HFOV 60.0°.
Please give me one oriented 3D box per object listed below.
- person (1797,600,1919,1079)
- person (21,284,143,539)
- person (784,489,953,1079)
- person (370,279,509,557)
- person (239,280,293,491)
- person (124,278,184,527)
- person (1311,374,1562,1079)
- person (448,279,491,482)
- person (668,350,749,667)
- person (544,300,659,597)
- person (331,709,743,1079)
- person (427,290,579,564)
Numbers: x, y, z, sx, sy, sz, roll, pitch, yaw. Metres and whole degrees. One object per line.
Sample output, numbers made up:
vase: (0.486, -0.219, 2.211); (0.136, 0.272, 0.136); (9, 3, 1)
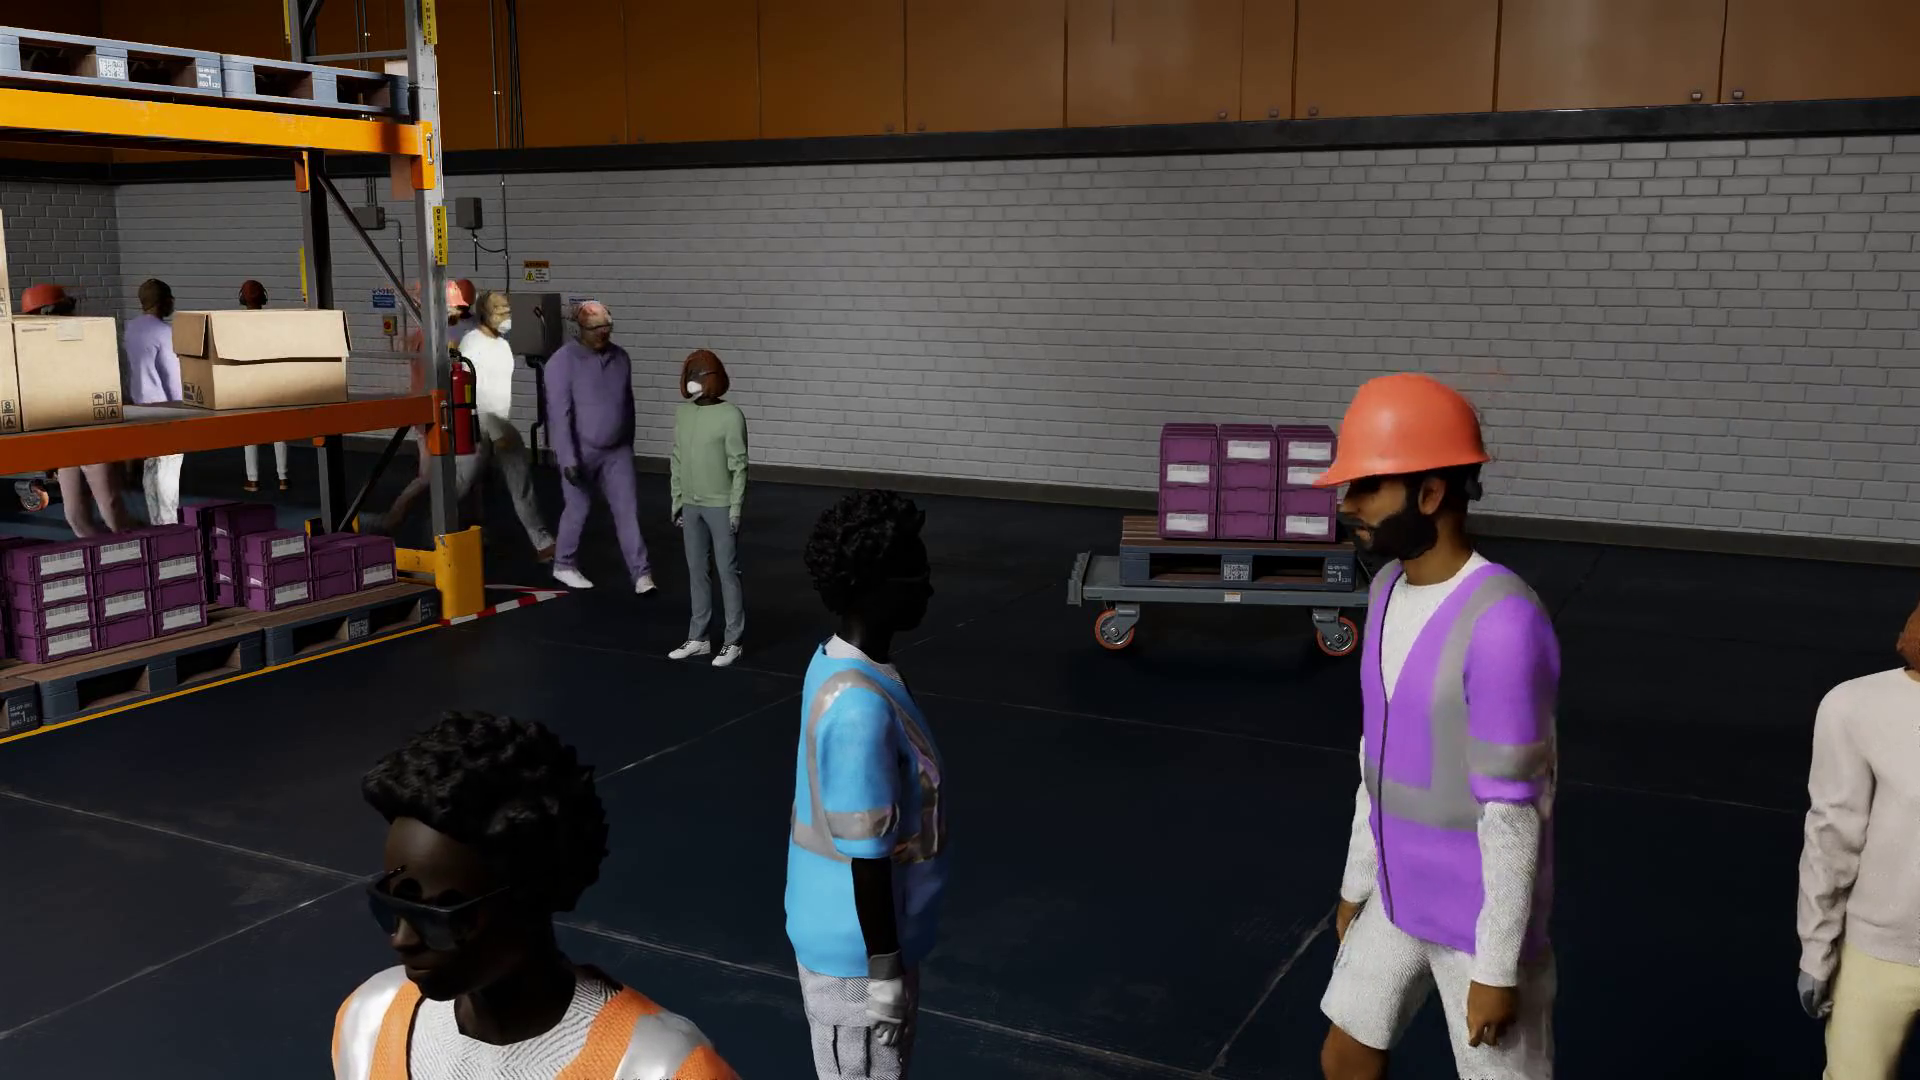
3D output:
person: (1.821, 0.793, 3.095); (0.494, 1.625, 0.285); (3, 10, 19)
person: (-5.129, -0.529, 9.826); (0.763, 1.946, 0.495); (5, 11, 28)
person: (-0.172, 0.746, 3.153); (0.318, 1.697, 0.536); (-1, 10, -8)
person: (-3.610, -0.805, 11.371); (0.913, 1.954, 0.618); (-9, 14, -43)
person: (-6.258, -1.375, 14.887); (0.574, 1.885, 0.355); (-5, 11, -28)
person: (-5.920, -0.963, 12.359); (0.628, 1.938, 0.398); (8, 13, 39)
person: (0.867, 0.661, 3.038); (0.494, 1.913, 0.538); (-3, 10, -15)
person: (-4.495, -1.423, 15.144); (0.562, 1.881, 0.886); (0, 10, 2)
person: (-1.308, -0.167, 8.620); (0.502, 1.632, 0.282); (7, 12, 34)
person: (-2.254, -0.557, 10.317); (0.689, 1.848, 0.981); (-10, 14, -44)
person: (-0.435, 0.994, 1.751); (0.537, 1.690, 0.322); (5, 11, 27)
person: (-3.192, -0.742, 11.259); (1.068, 1.877, 0.620); (2, 10, 14)
